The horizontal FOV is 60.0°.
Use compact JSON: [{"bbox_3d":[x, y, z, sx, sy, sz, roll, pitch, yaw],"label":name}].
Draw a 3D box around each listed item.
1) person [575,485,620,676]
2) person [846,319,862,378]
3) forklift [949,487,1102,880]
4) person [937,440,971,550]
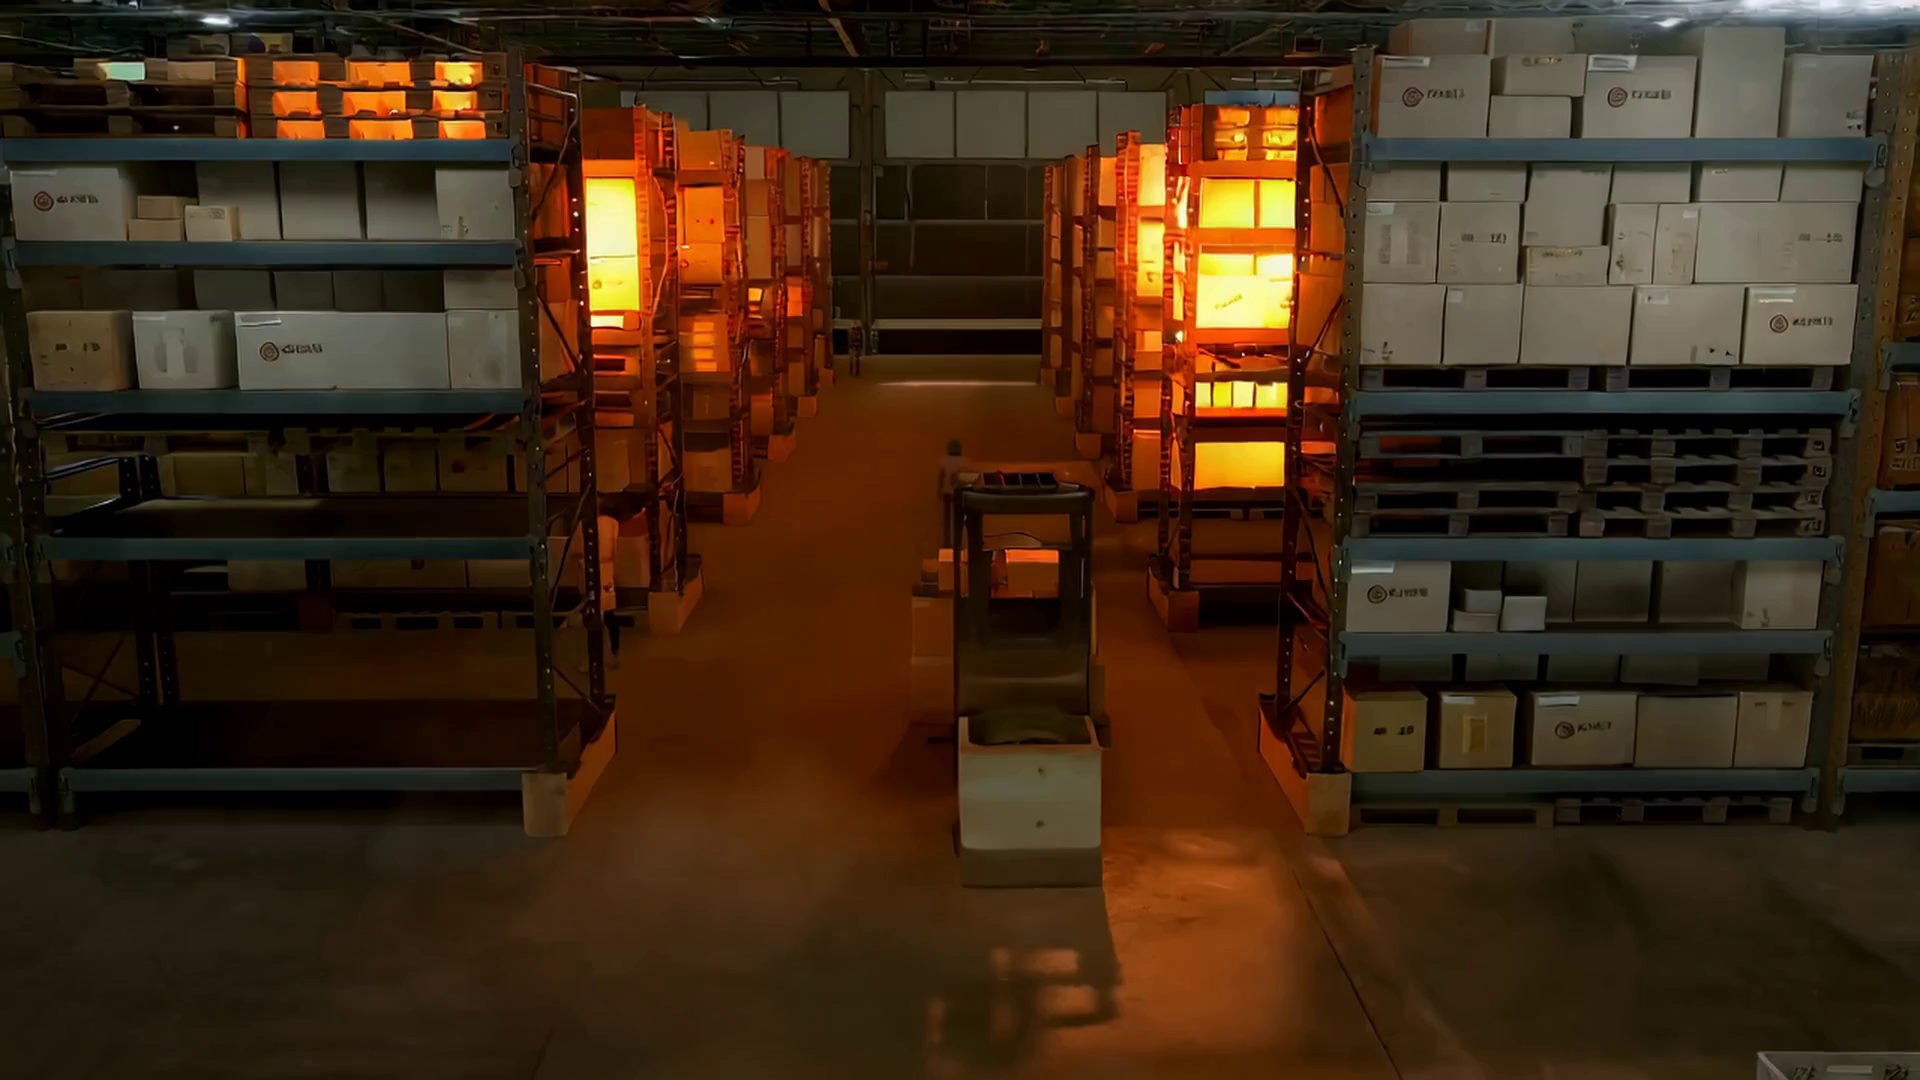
[{"bbox_3d":[-3.862,0.427,17.660,0.365,2.048,0.607,6,13,27],"label":"person"},{"bbox_3d":[-3.063,-5.532,48.065,0.540,1.695,0.317,9,15,39],"label":"person"},{"bbox_3d":[0.495,0.986,12.813,1.129,2.768,1.873,0,11,-2],"label":"forklift"},{"bbox_3d":[-0.092,-0.664,24.225,0.509,1.580,0.870,1,11,6],"label":"person"}]
